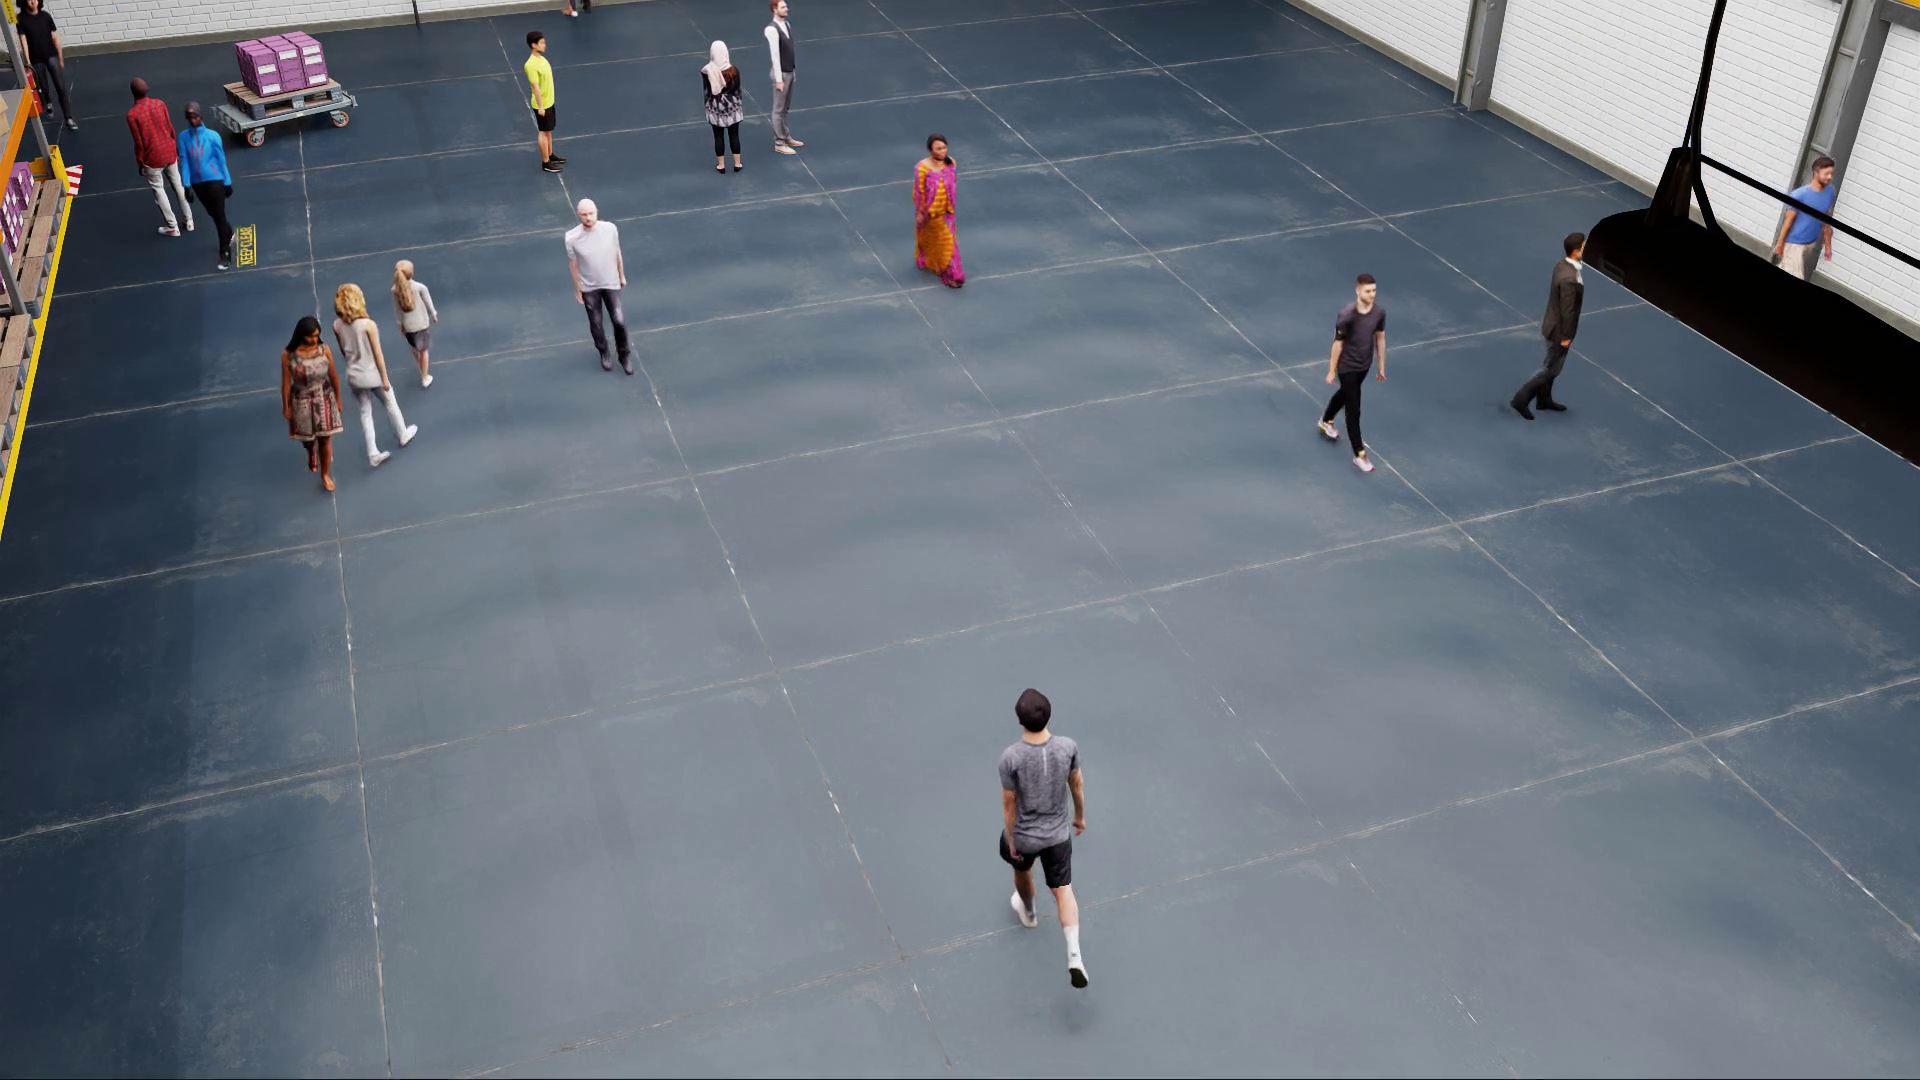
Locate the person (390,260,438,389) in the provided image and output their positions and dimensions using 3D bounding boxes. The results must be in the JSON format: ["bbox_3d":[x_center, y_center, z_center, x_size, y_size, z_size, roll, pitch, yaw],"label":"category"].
[{"bbox_3d":[-5.222,-2.051,15.917,0.638,1.256,0.778,1,34,1],"label":"person"}]

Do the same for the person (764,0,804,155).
[{"bbox_3d":[-2.268,-5.926,21.130,0.807,1.938,0.713,9,35,13],"label":"person"}]

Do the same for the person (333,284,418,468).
[{"bbox_3d":[-5.264,-1.401,14.592,0.888,1.640,1.016,8,34,11],"label":"person"}]

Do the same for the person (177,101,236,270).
[{"bbox_3d":[-8.275,-3.956,18.331,0.873,1.756,1.233,-1,34,-2],"label":"person"}]

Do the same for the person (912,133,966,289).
[{"bbox_3d":[-0.278,-3.586,17.871,0.689,1.649,1.193,-14,36,-20],"label":"person"}]

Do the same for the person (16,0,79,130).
[{"bbox_3d":[-12.084,-6.355,21.892,0.833,1.810,1.084,-23,40,-30],"label":"person"}]

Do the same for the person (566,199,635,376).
[{"bbox_3d":[-3.484,-2.490,16.082,0.692,1.803,0.744,-11,35,-15],"label":"person"}]

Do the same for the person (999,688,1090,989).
[{"bbox_3d":[0.494,1.777,9.648,0.744,1.819,1.189,-8,34,-12],"label":"person"}]

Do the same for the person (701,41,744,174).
[{"bbox_3d":[-2.919,-5.347,20.530,0.658,1.637,0.655,-7,34,-10],"label":"person"}]

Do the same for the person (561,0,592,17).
[{"bbox_3d":[-6.134,-9.216,26.136,0.815,1.876,0.807,-29,43,-36],"label":"person"}]

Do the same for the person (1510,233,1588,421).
[{"bbox_3d":[5.476,-1.985,15.304,0.939,1.825,0.883,7,34,11],"label":"person"}]

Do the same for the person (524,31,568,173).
[{"bbox_3d":[-5.179,-5.453,20.626,0.751,1.708,0.588,0,34,0],"label":"person"}]

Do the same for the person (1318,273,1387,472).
[{"bbox_3d":[3.458,-1.560,14.760,0.712,1.719,1.167,-14,36,-20],"label":"person"}]

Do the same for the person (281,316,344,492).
[{"bbox_3d":[-5.582,-1.218,14.340,0.736,1.614,0.827,-15,36,-21],"label":"person"}]

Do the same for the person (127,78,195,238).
[{"bbox_3d":[-9.102,-4.366,18.890,0.765,1.819,0.755,24,40,31],"label":"person"}]

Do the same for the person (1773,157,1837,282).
[{"bbox_3d":[8.449,-3.022,16.872,0.634,1.816,1.182,-12,35,-17],"label":"person"}]
